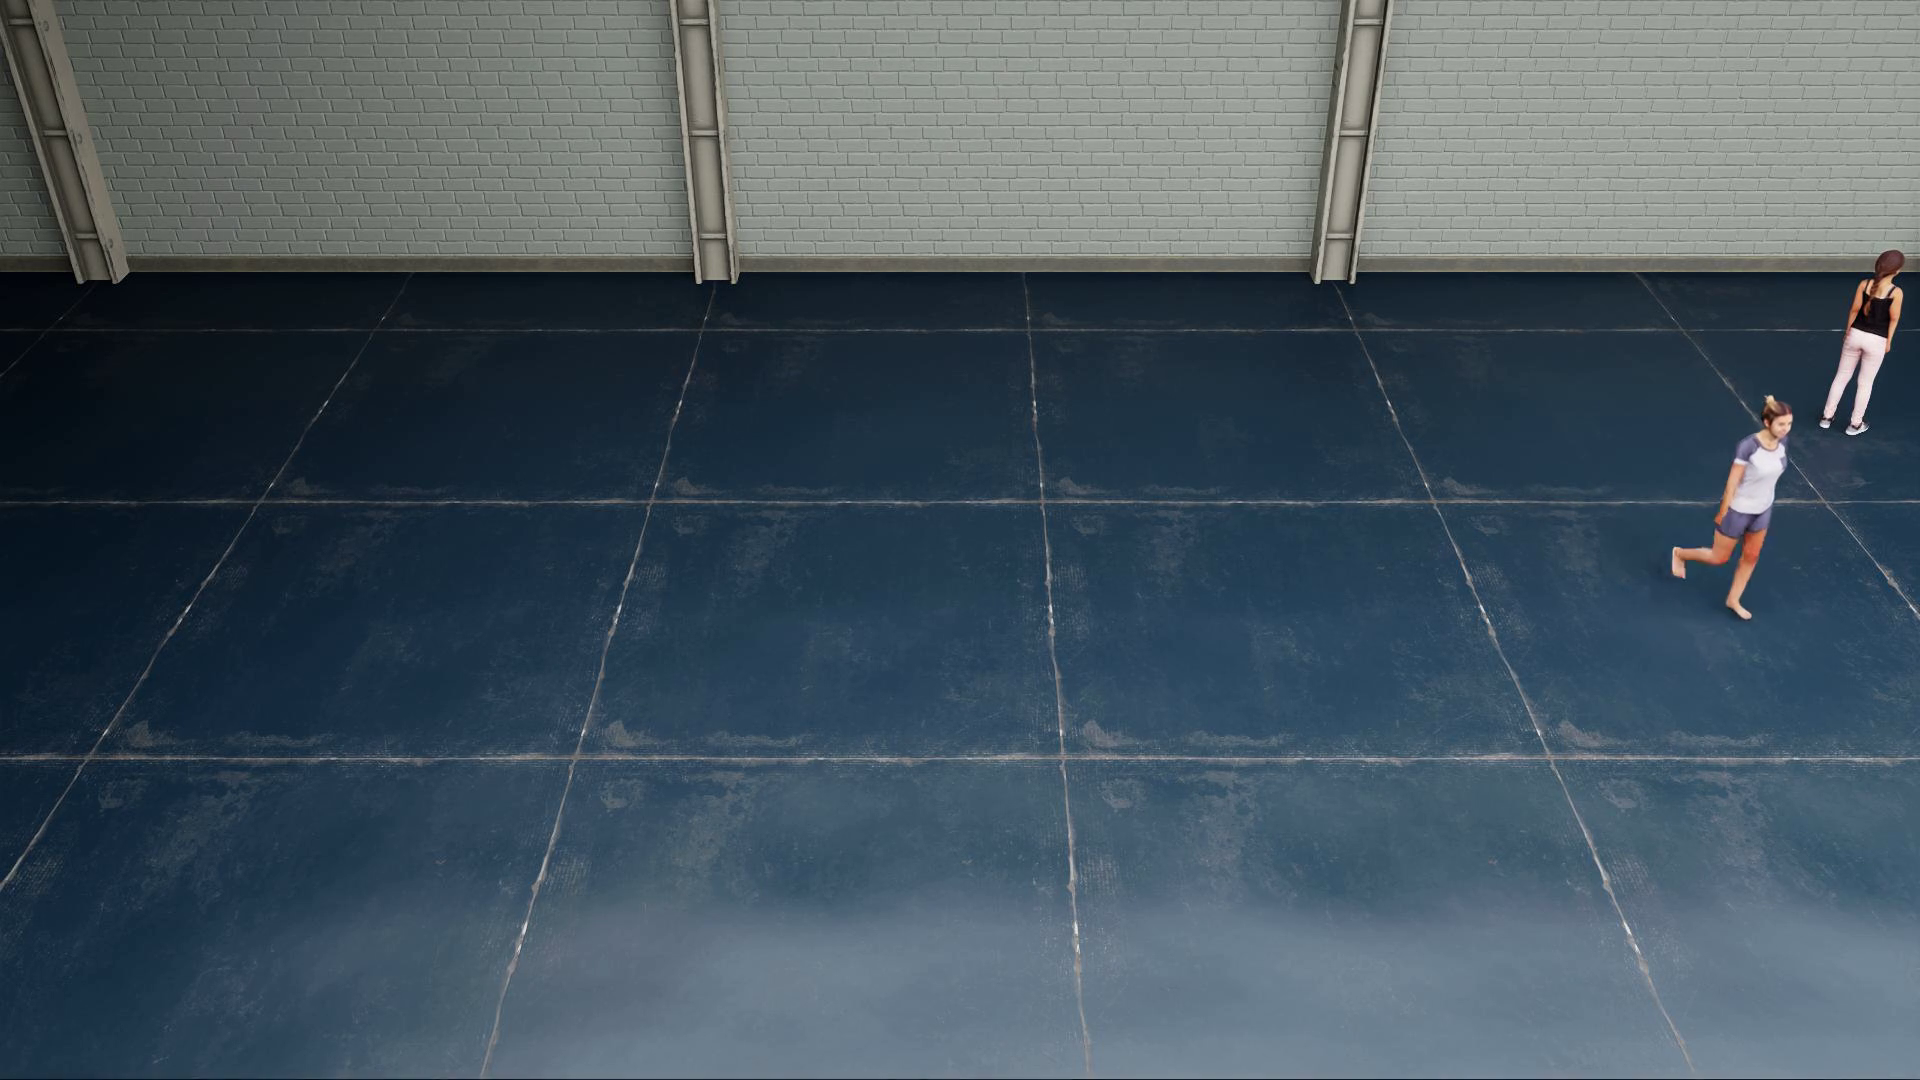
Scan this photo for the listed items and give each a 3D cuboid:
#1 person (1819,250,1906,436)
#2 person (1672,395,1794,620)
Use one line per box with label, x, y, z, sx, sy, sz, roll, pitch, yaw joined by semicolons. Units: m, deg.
person;7.249;-1.590;13.297;0.614;1.566;0.675;29;43;36
person;5.241;-0.256;11.210;0.900;1.605;0.822;-12;35;-18
